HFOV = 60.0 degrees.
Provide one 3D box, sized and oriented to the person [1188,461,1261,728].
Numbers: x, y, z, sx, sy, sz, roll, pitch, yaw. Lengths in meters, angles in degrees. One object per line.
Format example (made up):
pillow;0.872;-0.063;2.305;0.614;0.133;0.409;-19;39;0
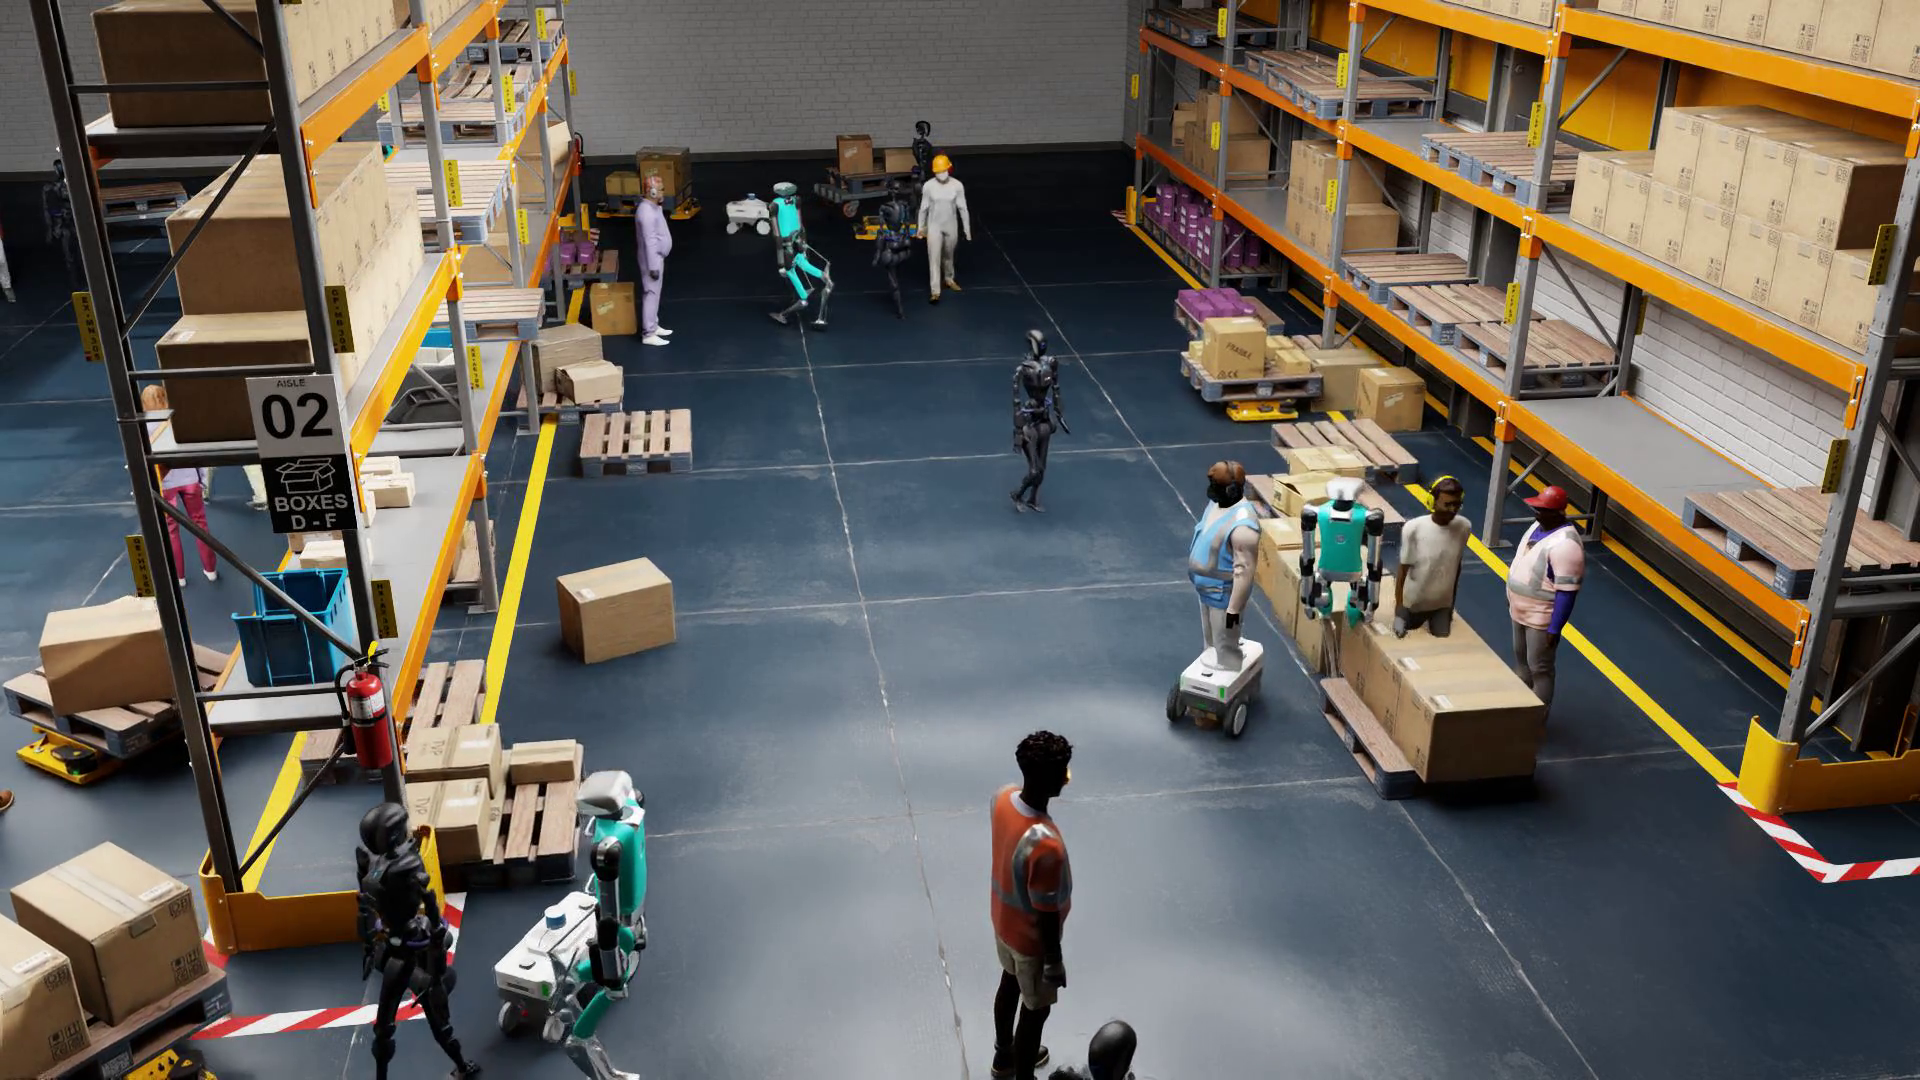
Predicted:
person;1.709;0.344;10.940;0.429;1.840;0.633;-4;24;-9

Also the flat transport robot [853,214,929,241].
flat transport robot;-0.806;-4.497;23.924;1.431;0.231;0.659;-3;24;-6

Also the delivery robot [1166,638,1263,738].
delivery robot;1.745;0.946;11.168;0.499;0.595;0.770;14;27;29

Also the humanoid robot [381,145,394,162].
humanoid robot;-7.523;-4.520;22.256;0.544;1.872;0.702;3;24;6

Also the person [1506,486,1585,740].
person;3.726;0.469;10.761;0.420;1.751;0.628;-2;24;-5

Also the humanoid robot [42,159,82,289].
humanoid robot;-11.197;-3.953;20.944;0.604;1.636;0.614;-21;31;-39

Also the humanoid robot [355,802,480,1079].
humanoid robot;-2.531;1.917;7.582;0.587;1.646;0.584;14;28;30

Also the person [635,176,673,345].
person;-3.463;-3.183;18.921;0.402;1.895;0.660;-2;24;-4

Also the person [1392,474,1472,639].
person;3.023;0.397;10.846;0.515;1.828;0.948;-3;24;-8

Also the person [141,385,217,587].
person;-6.109;-0.416;12.936;0.498;1.629;0.287;-16;28;-32

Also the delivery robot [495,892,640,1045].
delivery robot;-2.021;2.133;8.486;0.499;0.614;0.803;9;25;20

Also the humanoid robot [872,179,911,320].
humanoid robot;-0.818;-3.479;19.863;0.559;1.645;0.598;18;29;35

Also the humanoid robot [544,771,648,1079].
humanoid robot;-1.722;1.875;7.620;0.689;1.834;0.535;1;24;3

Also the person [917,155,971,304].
person;-0.188;-3.870;20.585;0.654;1.823;1.061;-2;24;-4

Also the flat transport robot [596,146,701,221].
flat transport robot;-4.694;-5.004;25.079;1.431;0.231;0.659;2;24;5

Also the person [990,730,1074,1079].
person;0.332;1.746;7.602;0.367;1.957;0.603;-8;25;-18

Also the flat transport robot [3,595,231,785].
flat transport robot;-5.406;1.153;11.051;0.659;0.231;1.431;13;27;27

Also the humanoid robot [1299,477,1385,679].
humanoid robot;2.543;0.320;11.126;0.553;1.761;0.828;7;25;15

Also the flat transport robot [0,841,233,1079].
flat transport robot;-4.301;2.490;8.006;1.431;0.231;0.659;15;28;31

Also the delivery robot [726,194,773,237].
delivery robot;-2.982;-4.692;24.020;0.805;0.602;0.499;5;24;11

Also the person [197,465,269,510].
person;-6.434;-1.079;14.350;0.909;1.692;0.559;12;26;25

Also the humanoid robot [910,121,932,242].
humanoid robot;-0.535;-5.077;23.474;0.315;1.657;0.599;2;24;4

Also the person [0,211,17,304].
person;-11.960;-3.815;20.299;0.502;1.935;0.495;-12;27;-26

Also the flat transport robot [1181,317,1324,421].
flat transport robot;2.956;-1.545;17.198;0.659;0.231;1.431;-3;24;-7

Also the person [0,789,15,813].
person;-6.095;0.772;9.775;0.610;1.994;0.391;-1;24;-2

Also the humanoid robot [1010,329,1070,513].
humanoid robot;0.666;-1.013;14.240;0.599;1.648;0.345;-20;31;-38

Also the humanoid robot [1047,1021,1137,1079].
humanoid robot;0.589;2.429;6.407;0.616;1.625;0.544;10;26;22

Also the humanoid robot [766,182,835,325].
humanoid robot;-1.801;-3.234;19.246;1.027;1.738;0.537;15;28;30
